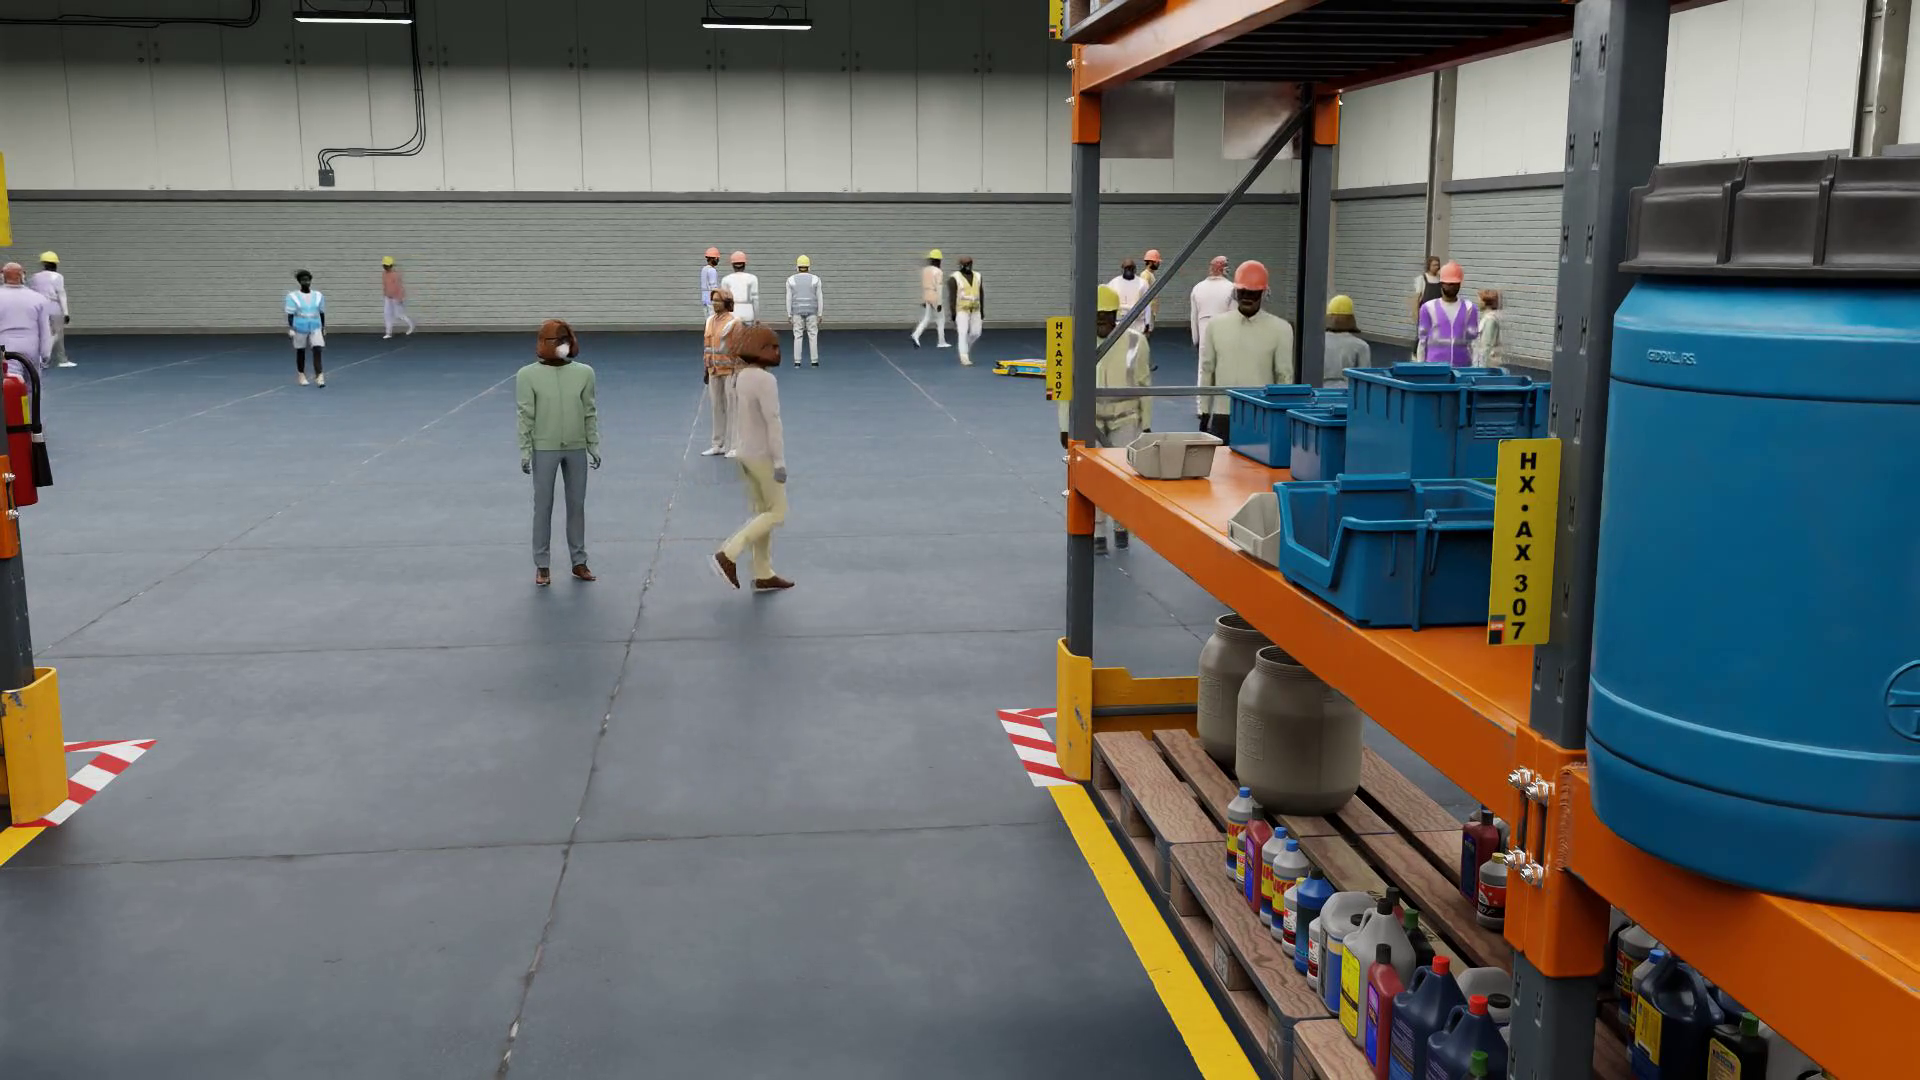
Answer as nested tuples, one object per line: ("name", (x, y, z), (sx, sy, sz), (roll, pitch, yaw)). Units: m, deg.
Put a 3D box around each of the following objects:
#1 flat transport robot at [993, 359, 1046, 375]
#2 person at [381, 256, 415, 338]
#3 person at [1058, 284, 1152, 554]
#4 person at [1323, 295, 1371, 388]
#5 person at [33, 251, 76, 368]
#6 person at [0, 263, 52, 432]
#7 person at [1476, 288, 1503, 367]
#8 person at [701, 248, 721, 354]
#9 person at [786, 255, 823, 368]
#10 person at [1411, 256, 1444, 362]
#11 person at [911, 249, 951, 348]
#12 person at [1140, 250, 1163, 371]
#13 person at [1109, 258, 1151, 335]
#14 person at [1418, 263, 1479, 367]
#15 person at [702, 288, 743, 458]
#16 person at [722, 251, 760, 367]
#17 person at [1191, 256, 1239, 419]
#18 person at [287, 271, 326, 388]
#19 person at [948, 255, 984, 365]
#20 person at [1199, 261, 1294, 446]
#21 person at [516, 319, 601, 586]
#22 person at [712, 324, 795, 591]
("flat transport robot", (1.255, -2.640, 25.497), (1.431, 0.197, 0.652), (9, 13, 40))
("person", (-11.934, -5.136, 35.183), (0.557, 1.729, 0.712), (5, 12, 26))
("person", (0.966, -0.794, 11.134), (0.625, 1.815, 0.437), (2, 10, 8))
("person", (2.872, -1.006, 12.635), (0.505, 1.690, 0.920), (5, 12, 27))
("person", (-14.753, -3.720, 26.934), (0.594, 1.900, 0.775), (4, 11, 22))
("person", (-10.080, -2.024, 17.794), (0.640, 1.863, 1.027), (-8, 13, -38))
("person", (5.570, -1.848, 17.518), (0.843, 1.600, 0.531), (2, 10, 9))
("person", (-4.481, -4.318, 30.131), (0.364, 1.933, 0.552), (-6, 12, -28))
("person", (-2.521, -3.702, 27.028), (0.591, 1.837, 0.403), (-1, 10, -4))
("person", (7.642, -3.717, 27.136), (0.522, 1.831, 0.704), (-1, 10, -7))
("person", (-0.554, -4.620, 31.892), (0.828, 1.898, 0.593), (-8, 13, -39))
("person", (3.032, -3.666, 26.595), (0.396, 1.927, 0.548), (3, 11, 16))
("person", (2.470, -3.216, 24.403), (0.641, 1.825, 0.625), (0, 10, -1))
("person", (4.639, -1.687, 15.839), (0.556, 1.896, 0.970), (0, 10, 1))
("person", (-2.293, -1.617, 16.128), (0.514, 1.645, 0.308), (8, 13, 38))
("person", (-3.264, -3.344, 24.847), (0.572, 1.911, 0.613), (0, 10, 3))
("person", (3.023, -2.357, 19.462), (0.652, 1.906, 0.403), (8, 13, 37))
("person", (-9.301, -3.000, 23.666), (0.542, 1.655, 0.857), (-7, 12, -34))
("person", (0.105, -3.830, 27.760), (0.646, 1.825, 0.469), (-6, 12, -28))
("person", (1.859, -0.825, 10.894), (0.639, 1.970, 0.579), (3, 11, 18))
("person", (-2.468, -0.542, 10.259), (0.508, 1.632, 0.273), (-6, 12, -30))
("person", (-1.233, -0.473, 9.910), (0.453, 1.613, 0.517), (-5, 11, -25))
